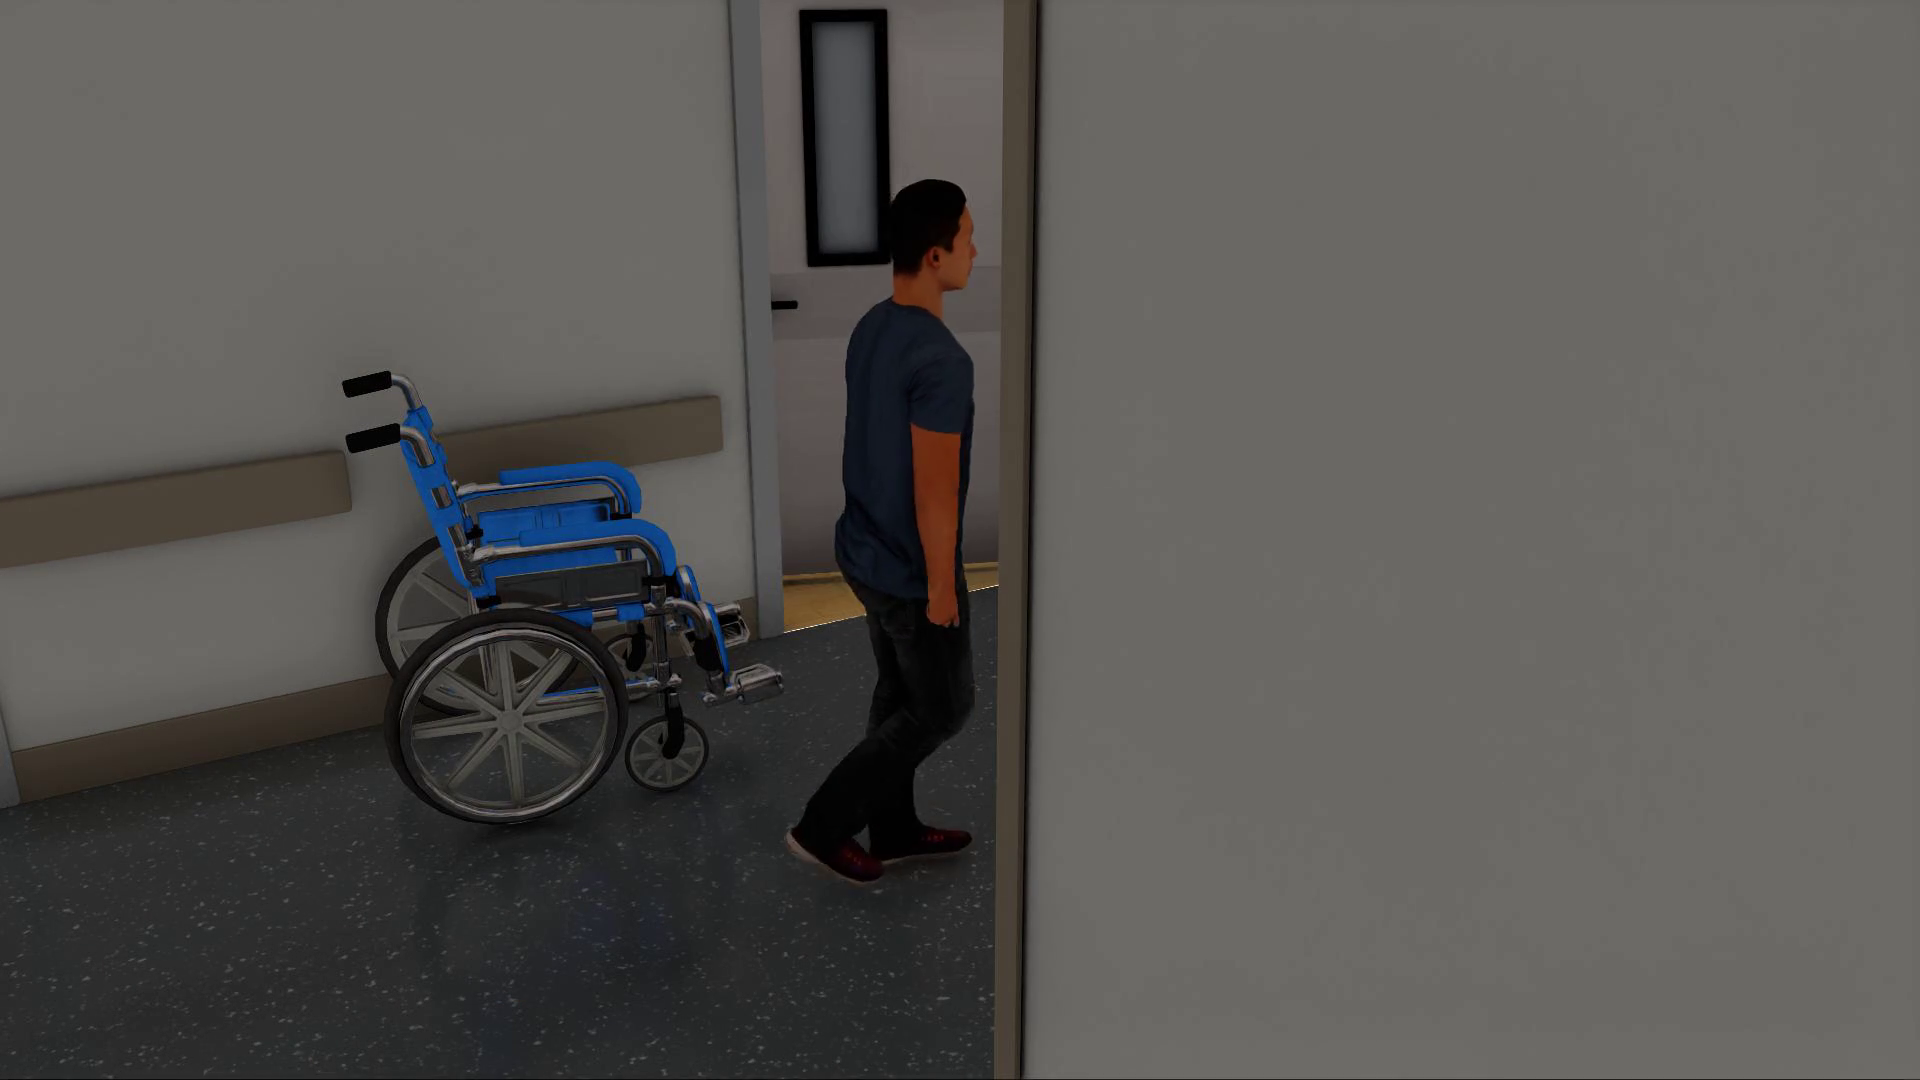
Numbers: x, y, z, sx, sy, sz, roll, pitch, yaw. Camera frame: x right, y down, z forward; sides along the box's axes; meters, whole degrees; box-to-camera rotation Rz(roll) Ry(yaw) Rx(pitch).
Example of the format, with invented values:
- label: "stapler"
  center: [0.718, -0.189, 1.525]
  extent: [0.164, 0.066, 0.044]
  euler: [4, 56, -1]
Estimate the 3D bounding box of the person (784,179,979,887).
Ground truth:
- label: "person"
  center: [-0.220, 0.053, 4.026]
  extent: [0.805, 1.790, 0.731]
  euler: [-10, 23, -25]
